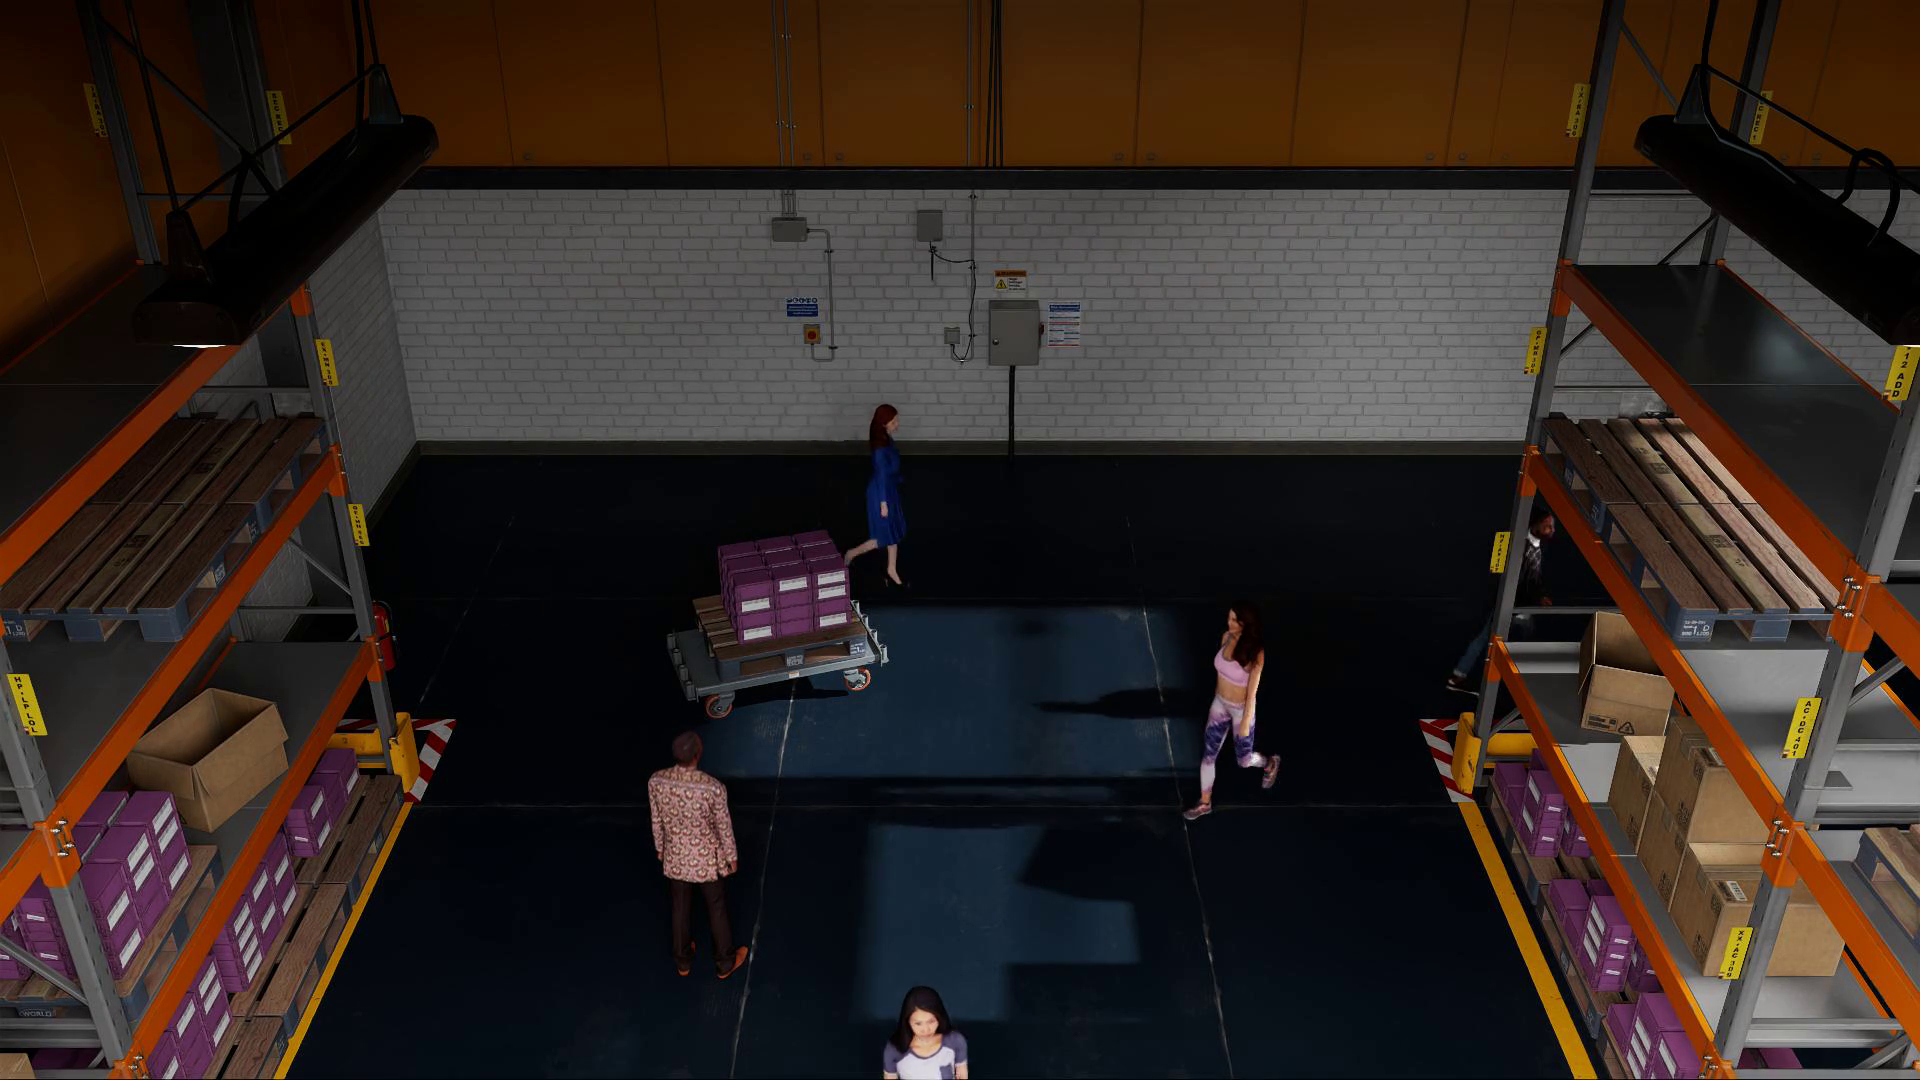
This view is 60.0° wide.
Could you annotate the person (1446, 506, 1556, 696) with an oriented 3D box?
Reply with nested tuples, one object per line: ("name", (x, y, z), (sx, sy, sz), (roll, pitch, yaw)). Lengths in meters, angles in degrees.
("person", (4.241, 0.516, 13.058), (0.960, 1.761, 1.216), (9, 30, 15))

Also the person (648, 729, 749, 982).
("person", (-1.654, 1.965, 10.355), (0.737, 1.808, 0.661), (6, 29, 11))

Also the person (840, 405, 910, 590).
("person", (-0.760, -0.354, 14.605), (0.746, 1.808, 0.852), (4, 29, 7))

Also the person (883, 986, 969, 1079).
("person", (-0.169, 2.941, 8.698), (0.780, 1.681, 1.096), (-8, 30, -14))

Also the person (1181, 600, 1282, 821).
("person", (2.011, 1.203, 11.817), (1.049, 1.745, 1.059), (-20, 34, -32))
